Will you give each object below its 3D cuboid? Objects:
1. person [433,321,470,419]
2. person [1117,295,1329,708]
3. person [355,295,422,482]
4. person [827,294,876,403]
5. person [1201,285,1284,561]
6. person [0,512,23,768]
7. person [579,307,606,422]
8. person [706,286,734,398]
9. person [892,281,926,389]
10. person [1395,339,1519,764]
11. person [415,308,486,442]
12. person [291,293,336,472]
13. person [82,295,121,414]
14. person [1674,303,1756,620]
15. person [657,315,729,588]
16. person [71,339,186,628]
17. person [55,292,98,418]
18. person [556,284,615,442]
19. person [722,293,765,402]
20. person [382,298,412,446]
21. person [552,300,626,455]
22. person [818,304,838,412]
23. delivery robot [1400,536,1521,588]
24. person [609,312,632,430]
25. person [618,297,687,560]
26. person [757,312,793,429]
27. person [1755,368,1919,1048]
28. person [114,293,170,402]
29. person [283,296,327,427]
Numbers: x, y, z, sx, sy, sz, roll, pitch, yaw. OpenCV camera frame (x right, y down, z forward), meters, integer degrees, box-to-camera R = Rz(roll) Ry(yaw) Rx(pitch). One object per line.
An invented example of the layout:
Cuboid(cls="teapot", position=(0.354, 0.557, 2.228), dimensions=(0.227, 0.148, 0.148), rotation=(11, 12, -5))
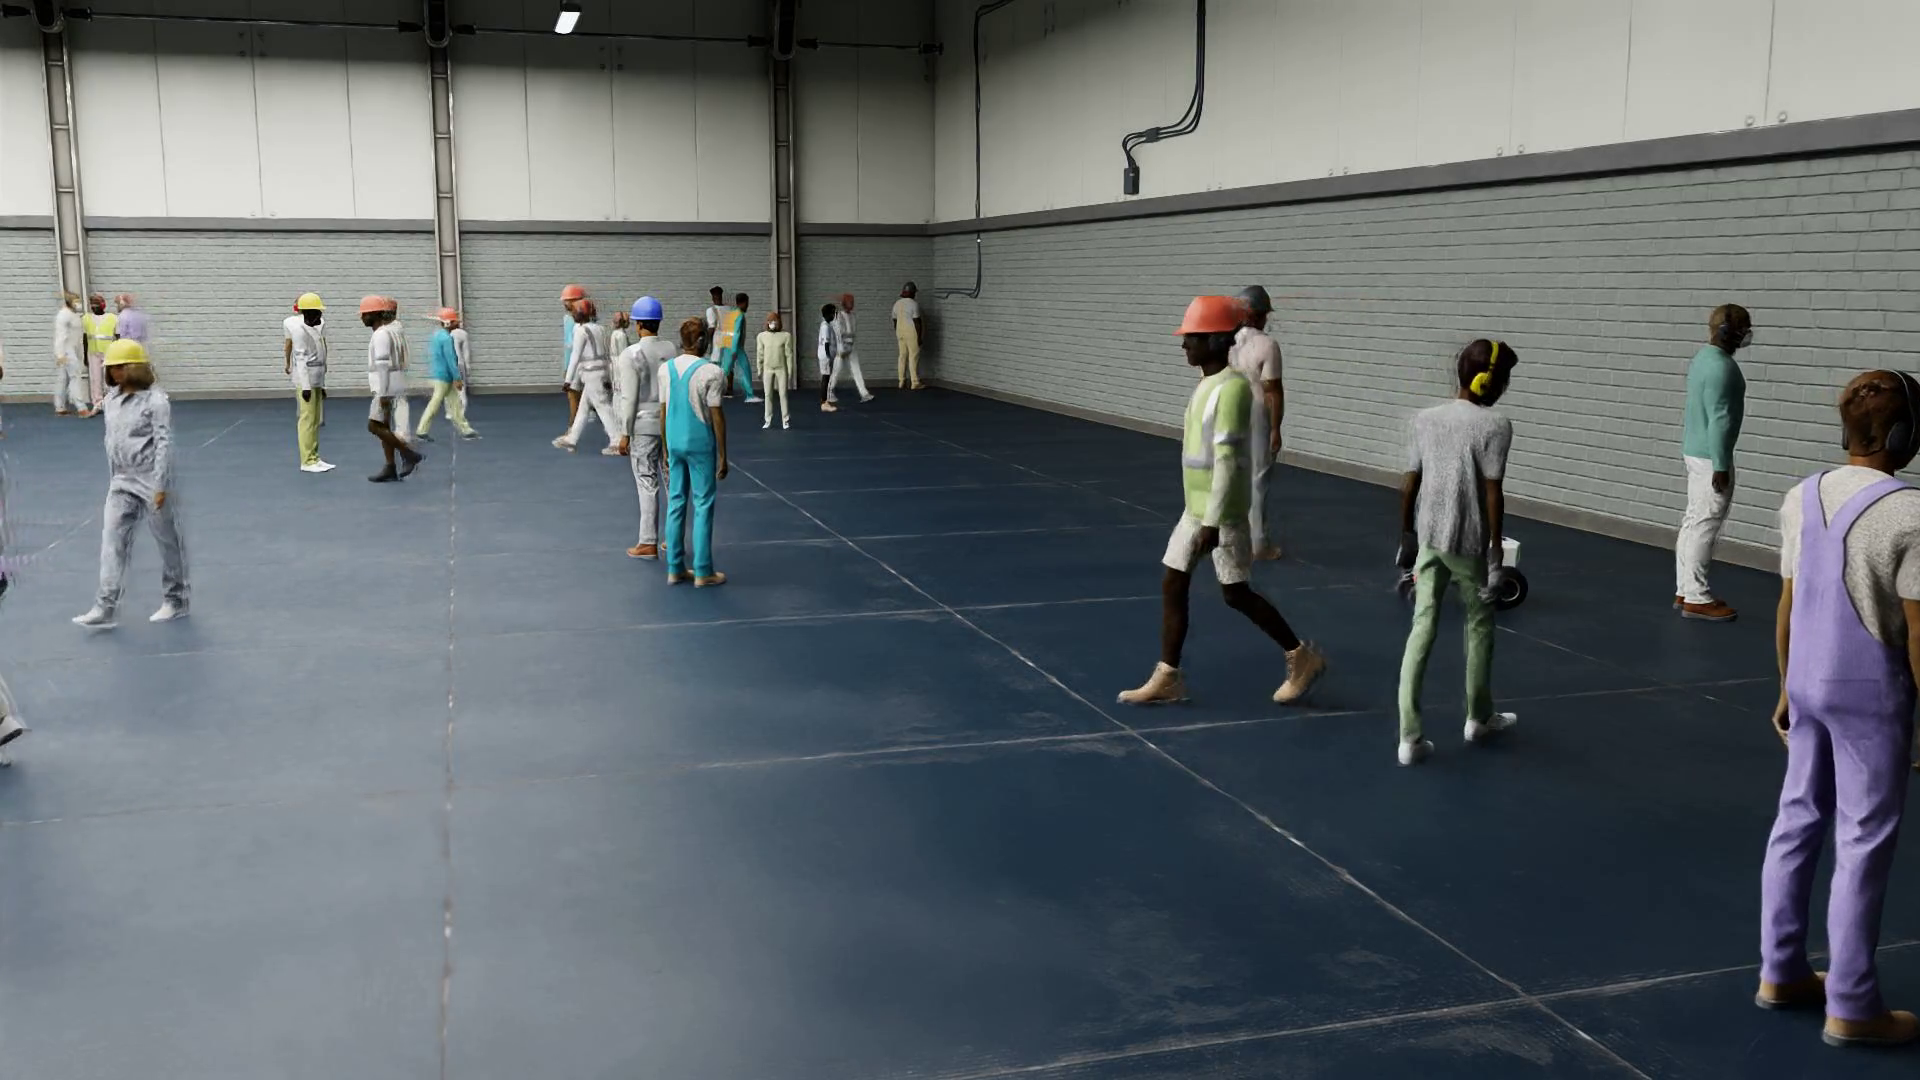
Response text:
Cuboid(cls="person", position=(-7.505, -2.579, 24.636), dimensions=(0.512, 1.610, 0.582), rotation=(-5, 10, -27))
Cuboid(cls="person", position=(1.296, -0.170, 8.007), dimensions=(0.964, 2.013, 0.604), rotation=(-2, 9, -11))
Cuboid(cls="person", position=(-5.865, -1.533, 16.961), dimensions=(0.506, 1.920, 0.578), rotation=(-3, 9, -18))
Cuboid(cls="person", position=(-1.909, -3.224, 28.062), dimensions=(1.006, 1.827, 0.603), rotation=(6, 11, 34))
Cuboid(cls="person", position=(2.166, -0.877, 12.403), dimensions=(0.535, 2.000, 0.686), rotation=(-7, 12, -39))
Cuboid(cls="person", position=(-4.222, 0.174, 6.987), dimensions=(0.373, 1.623, 0.543), rotation=(0, 9, -1))
Cuboid(cls="person", position=(-5.389, -2.553, 24.202), dimensions=(0.418, 1.683, 0.533), rotation=(2, 9, 14))
Cuboid(cls="person", position=(-4.200, -3.445, 29.050), dimensions=(0.400, 1.957, 0.609), rotation=(7, 11, 38))
Cuboid(cls="person", position=(-0.930, -3.899, 31.679), dimensions=(0.678, 2.000, 0.537), rotation=(9, 12, 44))
Cuboid(cls="person", position=(2.202, 0.040, 7.252), dimensions=(0.877, 1.817, 0.604), rotation=(-8, 12, -41))
Cuboid(cls="person", position=(-6.602, -2.109, 21.323), dimensions=(0.884, 1.713, 0.582), rotation=(-3, 10, -20))
Cuboid(cls="person", position=(-7.015, -1.701, 18.018), dimensions=(0.373, 1.928, 0.584), rotation=(-1, 9, -5))
Cuboid(cls="person", position=(-13.166, -2.841, 25.563), dimensions=(0.566, 1.841, 0.381), rotation=(-1, 9, -5))
Cuboid(cls="person", position=(4.639, -0.479, 10.237), dimensions=(0.373, 1.936, 0.656), rotation=(3, 9, 16))
Cuboid(cls="person", position=(-1.798, -0.590, 11.230), dimensions=(0.511, 1.837, 0.353), rotation=(4, 10, 25))
Cuboid(cls="person", position=(-4.941, -0.318, 9.844), dimensions=(0.508, 1.709, 0.798), rotation=(2, 9, 15))
Cuboid(cls="person", position=(-13.401, -2.785, 25.098), dimensions=(0.702, 1.897, 0.660), rotation=(-2, 9, -12))
Cuboid(cls="person", position=(-4.828, -2.261, 21.292), dimensions=(0.830, 2.019, 0.621), rotation=(-7, 11, -39))
Cuboid(cls="person", position=(-3.858, -3.236, 28.053), dimensions=(0.998, 1.872, 0.603), rotation=(-4, 10, -25))
Cuboid(cls="person", position=(-7.044, -2.083, 20.722), dimensions=(0.324, 1.842, 0.514), rotation=(-5, 10, -27))
Cuboid(cls="person", position=(-4.404, -1.922, 19.759), dimensions=(0.968, 1.833, 0.598), rotation=(1, 9, 8))
Cuboid(cls="person", position=(-2.085, -2.870, 26.226), dimensions=(0.319, 1.693, 0.532), rotation=(-1, 9, -4))
Cuboid(cls="delivery robot", position=(3.182, 0.098, 10.605), dimensions=(0.707, 0.478, 0.477), rotation=(0, 9, -1))
Cuboid(cls="person", position=(-4.676, -2.331, 22.976), dimensions=(0.315, 1.633, 0.522), rotation=(-4, 10, -24))
Cuboid(cls="person", position=(-2.280, -0.828, 12.379), dimensions=(0.390, 1.949, 0.602), rotation=(8, 12, 42))
Cuboid(cls="person", position=(-2.576, -2.355, 23.159), dimensions=(0.501, 1.626, 0.280), rotation=(1, 9, 4))
Cuboid(cls="person", position=(2.441, 0.454, 4.557), dimensions=(0.333, 1.842, 0.507), rotation=(-3, 9, -17))
Cuboid(cls="person", position=(-13.009, -2.955, 26.224), dimensions=(0.925, 1.871, 0.644), rotation=(-1, 9, -7))
Cuboid(cls="person", position=(-9.198, -2.505, 23.404), dimensions=(0.573, 1.844, 0.376), rotation=(-7, 11, -37))
